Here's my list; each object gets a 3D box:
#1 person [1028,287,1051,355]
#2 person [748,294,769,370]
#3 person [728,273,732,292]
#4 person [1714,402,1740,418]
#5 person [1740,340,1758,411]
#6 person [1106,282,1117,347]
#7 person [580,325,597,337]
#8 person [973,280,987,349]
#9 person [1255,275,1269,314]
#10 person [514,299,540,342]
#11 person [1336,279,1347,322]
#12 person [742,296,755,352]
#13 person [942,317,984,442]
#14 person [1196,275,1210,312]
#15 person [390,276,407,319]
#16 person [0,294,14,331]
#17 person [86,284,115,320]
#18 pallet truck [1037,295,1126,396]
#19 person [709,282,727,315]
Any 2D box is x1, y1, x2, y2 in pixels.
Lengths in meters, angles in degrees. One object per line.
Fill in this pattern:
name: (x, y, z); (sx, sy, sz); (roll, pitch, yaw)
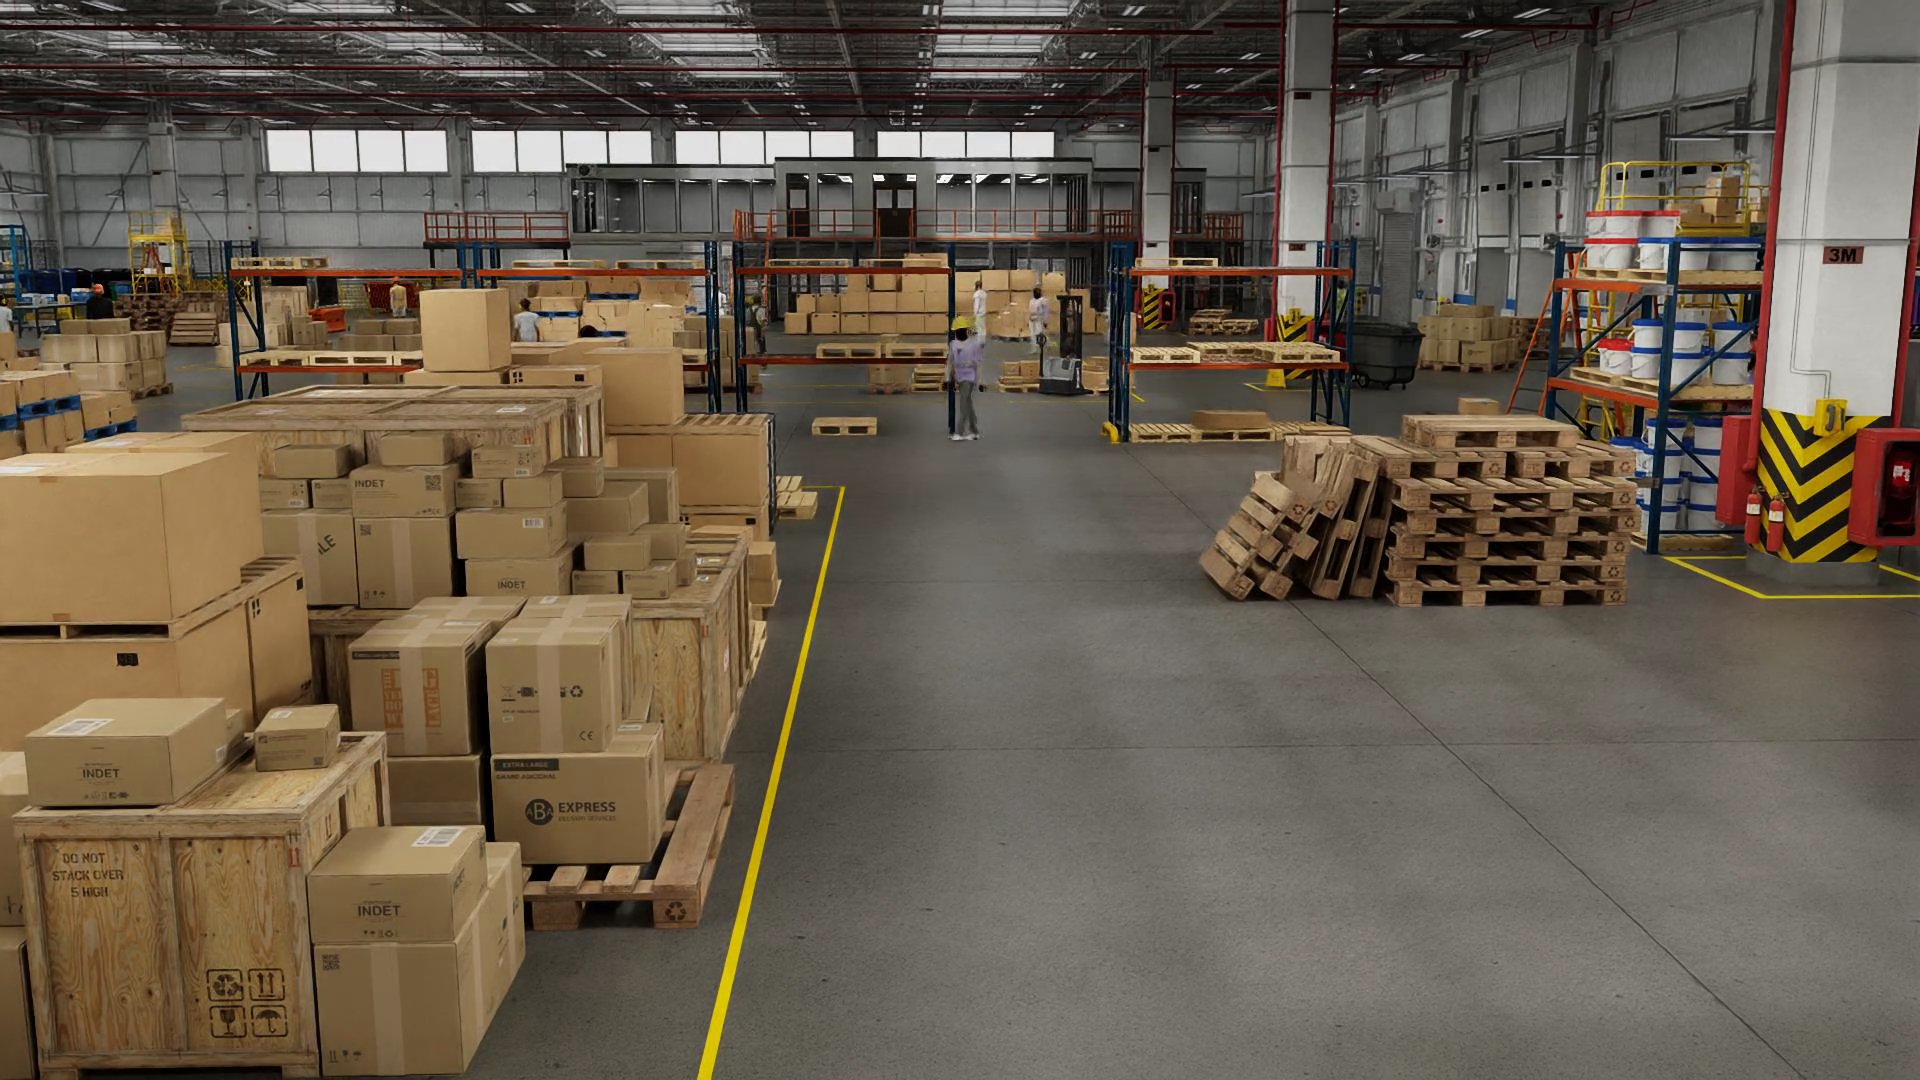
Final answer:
person: (2.098, -5.851, 44.519); (0.553, 1.827, 0.631); (-9, 13, -41)
person: (-4.835, -4.891, 39.236); (0.530, 1.807, 0.952); (5, 11, 26)
person: (-9.024, -9.910, 67.089); (0.586, 1.851, 0.869); (1, 10, 7)
person: (9.544, -1.521, 20.813); (0.544, 1.680, 0.569); (-10, 14, -44)
person: (9.252, -1.385, 19.468); (0.569, 1.883, 0.993); (-3, 11, -17)
person: (4.431, -6.474, 47.772); (0.506, 1.900, 0.640); (2, 10, 10)
person: (-5.040, -1.944, 22.495); (0.597, 1.916, 0.371); (9, 14, 41)
person: (0.545, -6.419, 47.364); (0.371, 1.940, 0.627); (5, 11, 24)
person: (12.508, -10.244, 68.886); (0.647, 1.879, 0.708); (-8, 13, -36)
person: (-8.975, -4.085, 34.608); (0.663, 1.850, 0.509); (-2, 10, -12)
person: (12.038, -7.342, 52.786); (0.624, 1.840, 0.430); (-7, 12, -34)
person: (-5.147, -5.025, 40.185); (0.505, 1.728, 0.507); (10, 14, 43)
person: (-0.001, -2.429, 25.278); (0.893, 1.886, 0.589); (-9, 14, -42)
person: (10.423, -10.758, 71.407); (0.615, 1.985, 0.413); (4, 11, 21)
person: (-18.115, -7.544, 53.637); (0.552, 1.935, 0.374); (-8, 13, -38)
person: (-21.461, -4.585, 37.353); (0.513, 1.866, 0.331); (1, 10, 5)
person: (-21.337, -5.361, 41.319); (0.625, 1.990, 0.389); (-6, 12, -30)
pallet truck: (2.483, -3.881, 33.060); (1.885, 1.965, 0.823); (-7, 13, -36)
person: (-6.822, -6.294, 46.698); (0.542, 1.929, 0.373); (-1, 10, -8)
